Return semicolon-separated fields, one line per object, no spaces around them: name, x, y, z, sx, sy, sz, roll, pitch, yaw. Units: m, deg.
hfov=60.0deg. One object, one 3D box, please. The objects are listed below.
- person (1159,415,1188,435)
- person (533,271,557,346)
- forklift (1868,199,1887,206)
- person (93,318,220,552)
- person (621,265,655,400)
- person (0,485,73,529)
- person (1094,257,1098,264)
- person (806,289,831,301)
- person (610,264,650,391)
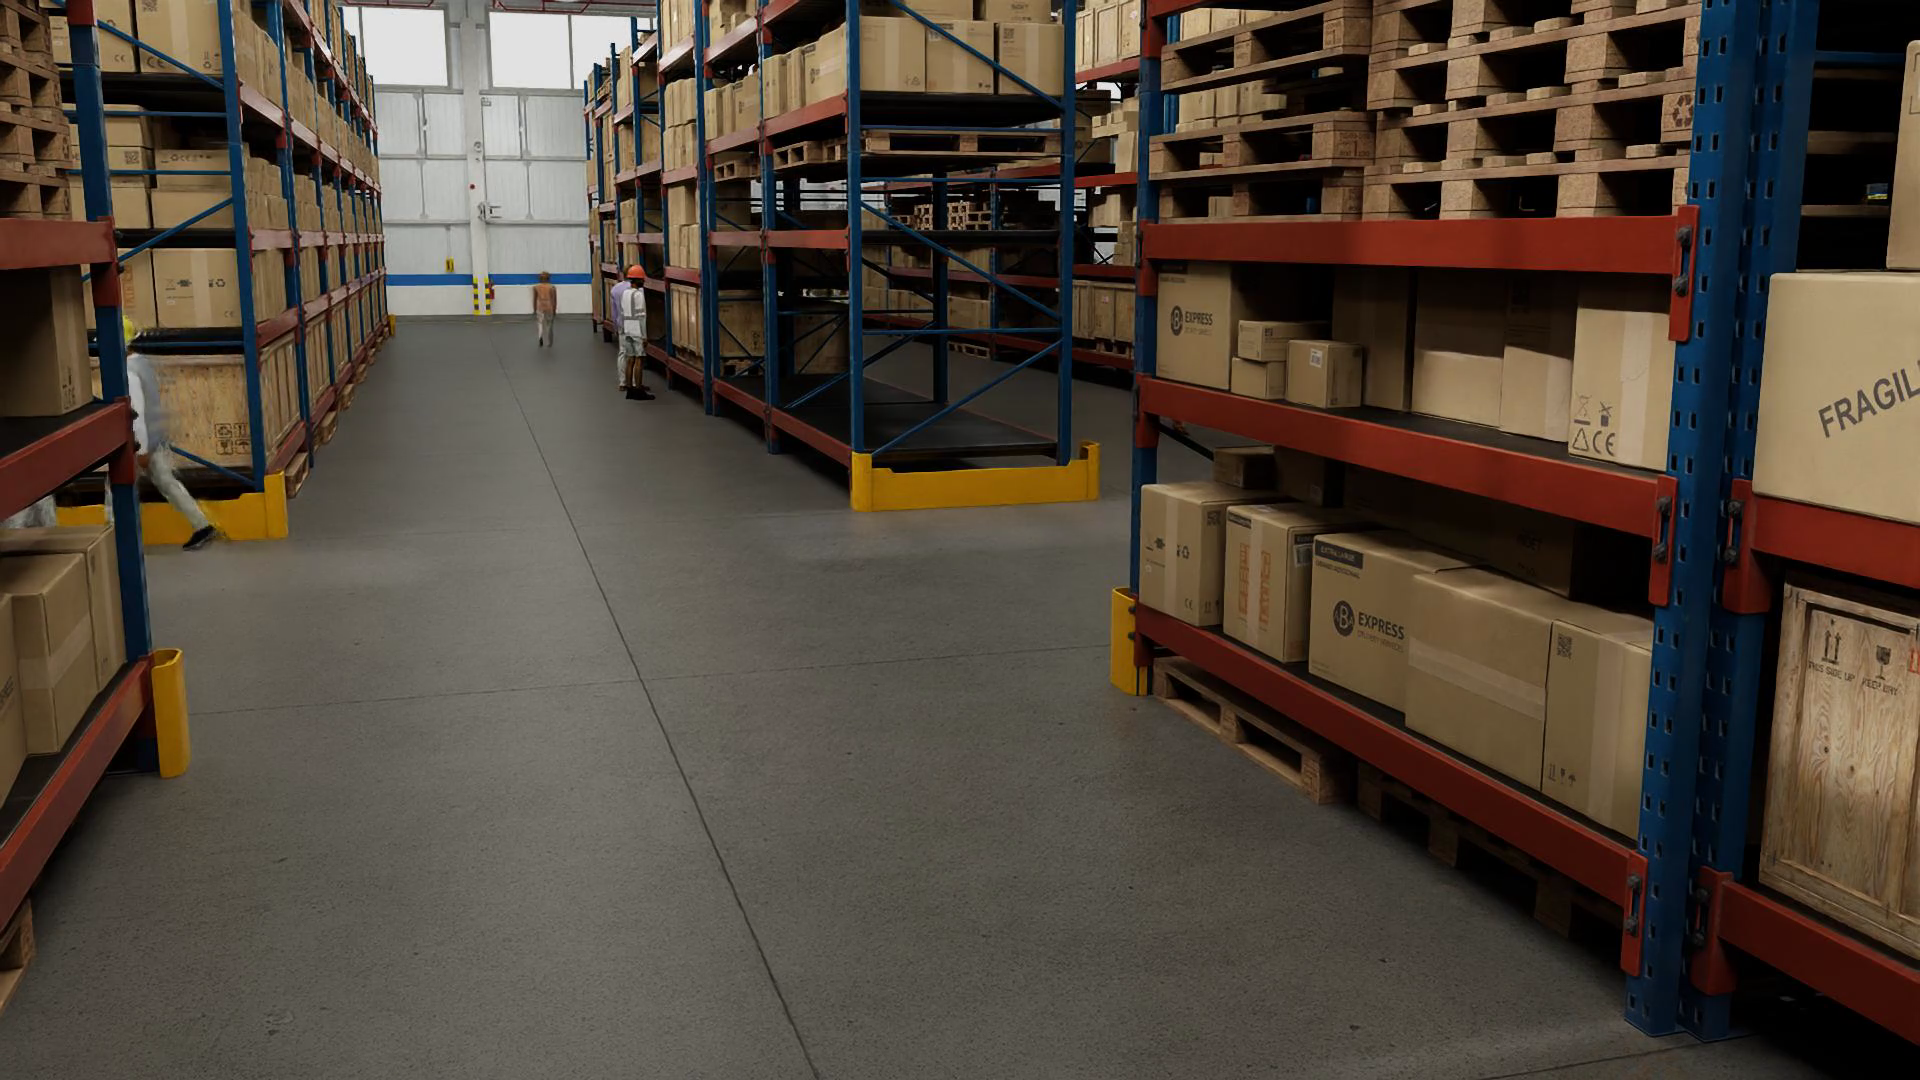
person;2.457;-2.144;19.639;0.642;1.867;0.682;1;10;6
person;-8.882;-4.933;35.569;0.511;1.624;0.665;-1;10;-7
forklift;11.338;-2.915;21.052;1.129;2.768;1.873;-3;11;-17
person;-6.003;-0.760;12.260;0.910;1.794;0.587;-2;11;-11
person;-4.651;-2.985;24.023;0.373;1.934;0.551;-8;13;-39
person;-5.240;-0.348;9.282;0.394;2.038;0.615;4;11;21
person;2.874;-5.226;36.368;0.544;1.921;0.586;-3;11;-18
person;-3.615;-6.288;42.495;0.649;1.810;0.793;-1;10;-4
person;-5.018;-3.220;25.302;0.635;1.937;0.354;6;12;30
